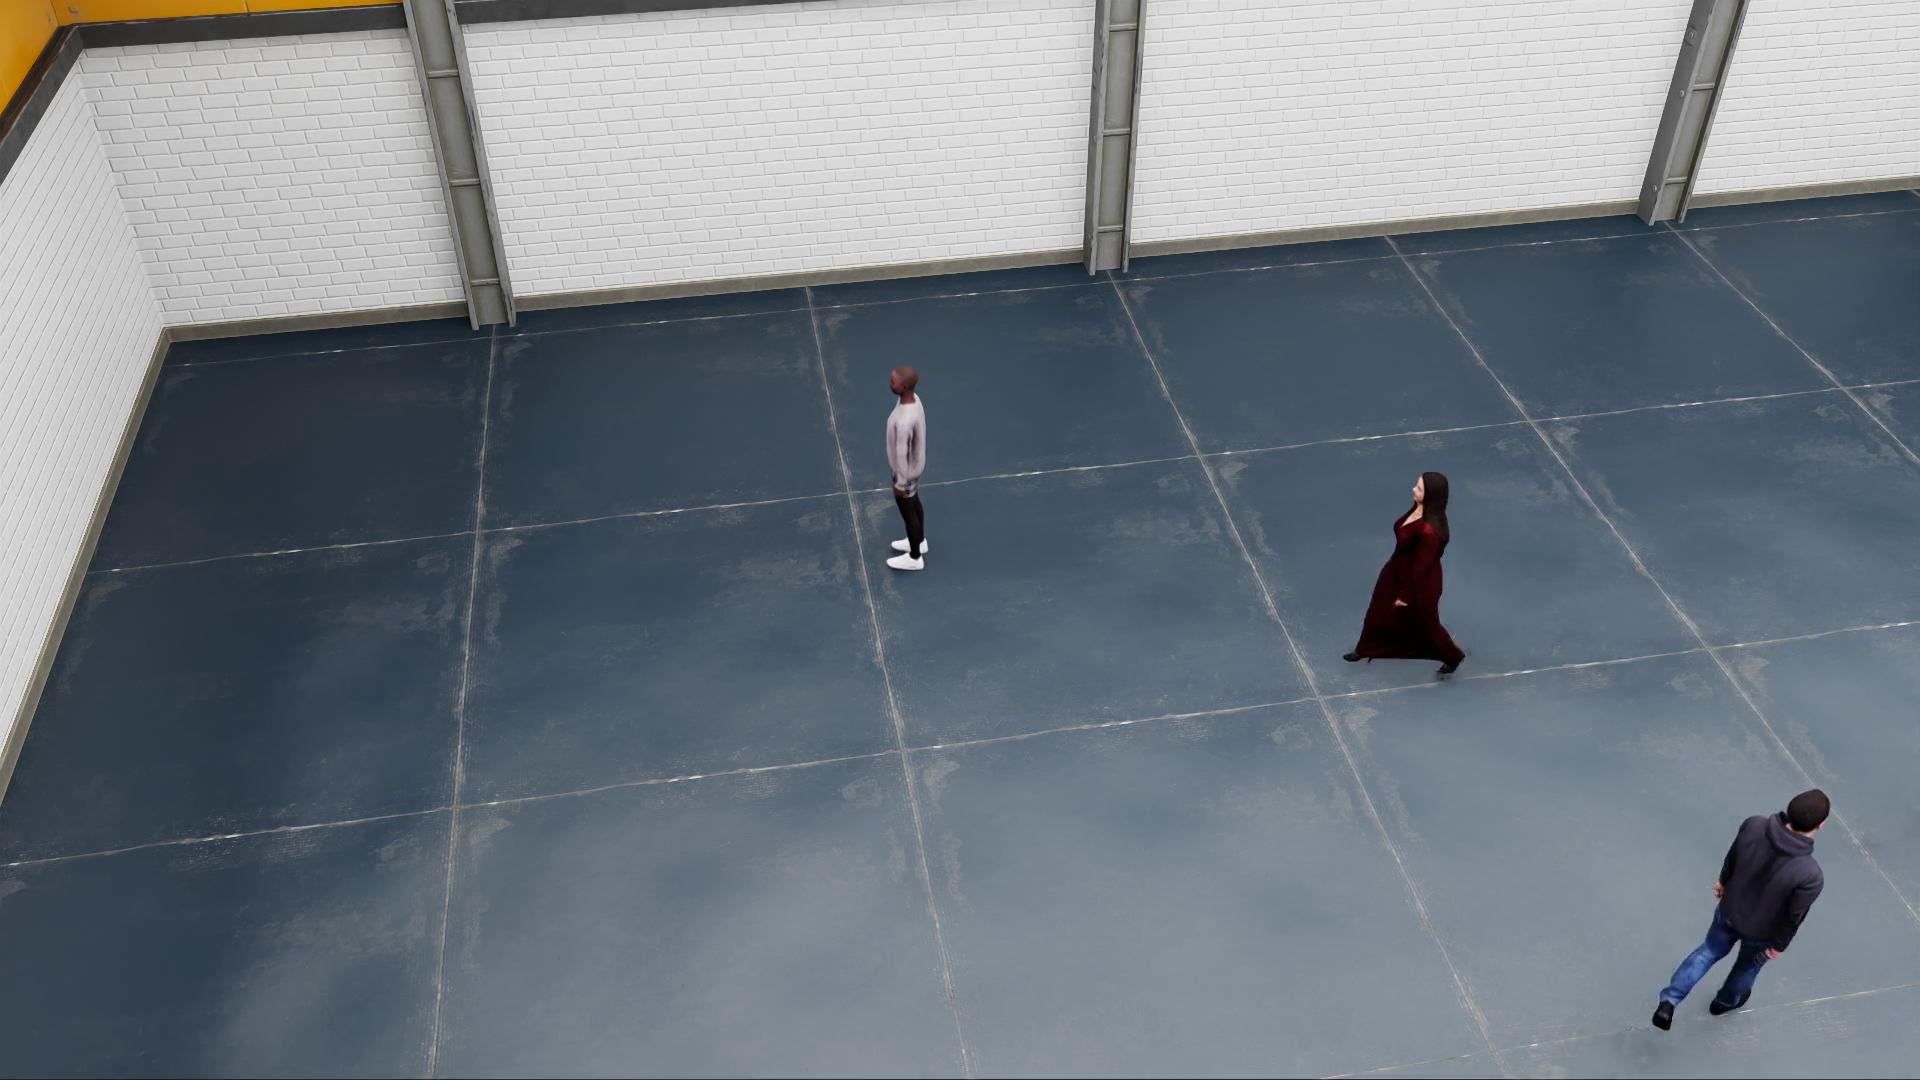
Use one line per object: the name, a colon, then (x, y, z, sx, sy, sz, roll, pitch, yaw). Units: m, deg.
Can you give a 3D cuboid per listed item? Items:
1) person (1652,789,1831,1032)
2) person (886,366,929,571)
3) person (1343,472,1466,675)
person: (4.288, 2.086, 9.140, 1.146, 1.872, 0.915, -19, 42, -22)
person: (-0.379, -0.544, 12.515, 0.595, 1.770, 0.647, 1, 39, 1)
person: (3.248, 0.290, 11.509, 1.118, 1.723, 0.790, 0, 39, 0)
